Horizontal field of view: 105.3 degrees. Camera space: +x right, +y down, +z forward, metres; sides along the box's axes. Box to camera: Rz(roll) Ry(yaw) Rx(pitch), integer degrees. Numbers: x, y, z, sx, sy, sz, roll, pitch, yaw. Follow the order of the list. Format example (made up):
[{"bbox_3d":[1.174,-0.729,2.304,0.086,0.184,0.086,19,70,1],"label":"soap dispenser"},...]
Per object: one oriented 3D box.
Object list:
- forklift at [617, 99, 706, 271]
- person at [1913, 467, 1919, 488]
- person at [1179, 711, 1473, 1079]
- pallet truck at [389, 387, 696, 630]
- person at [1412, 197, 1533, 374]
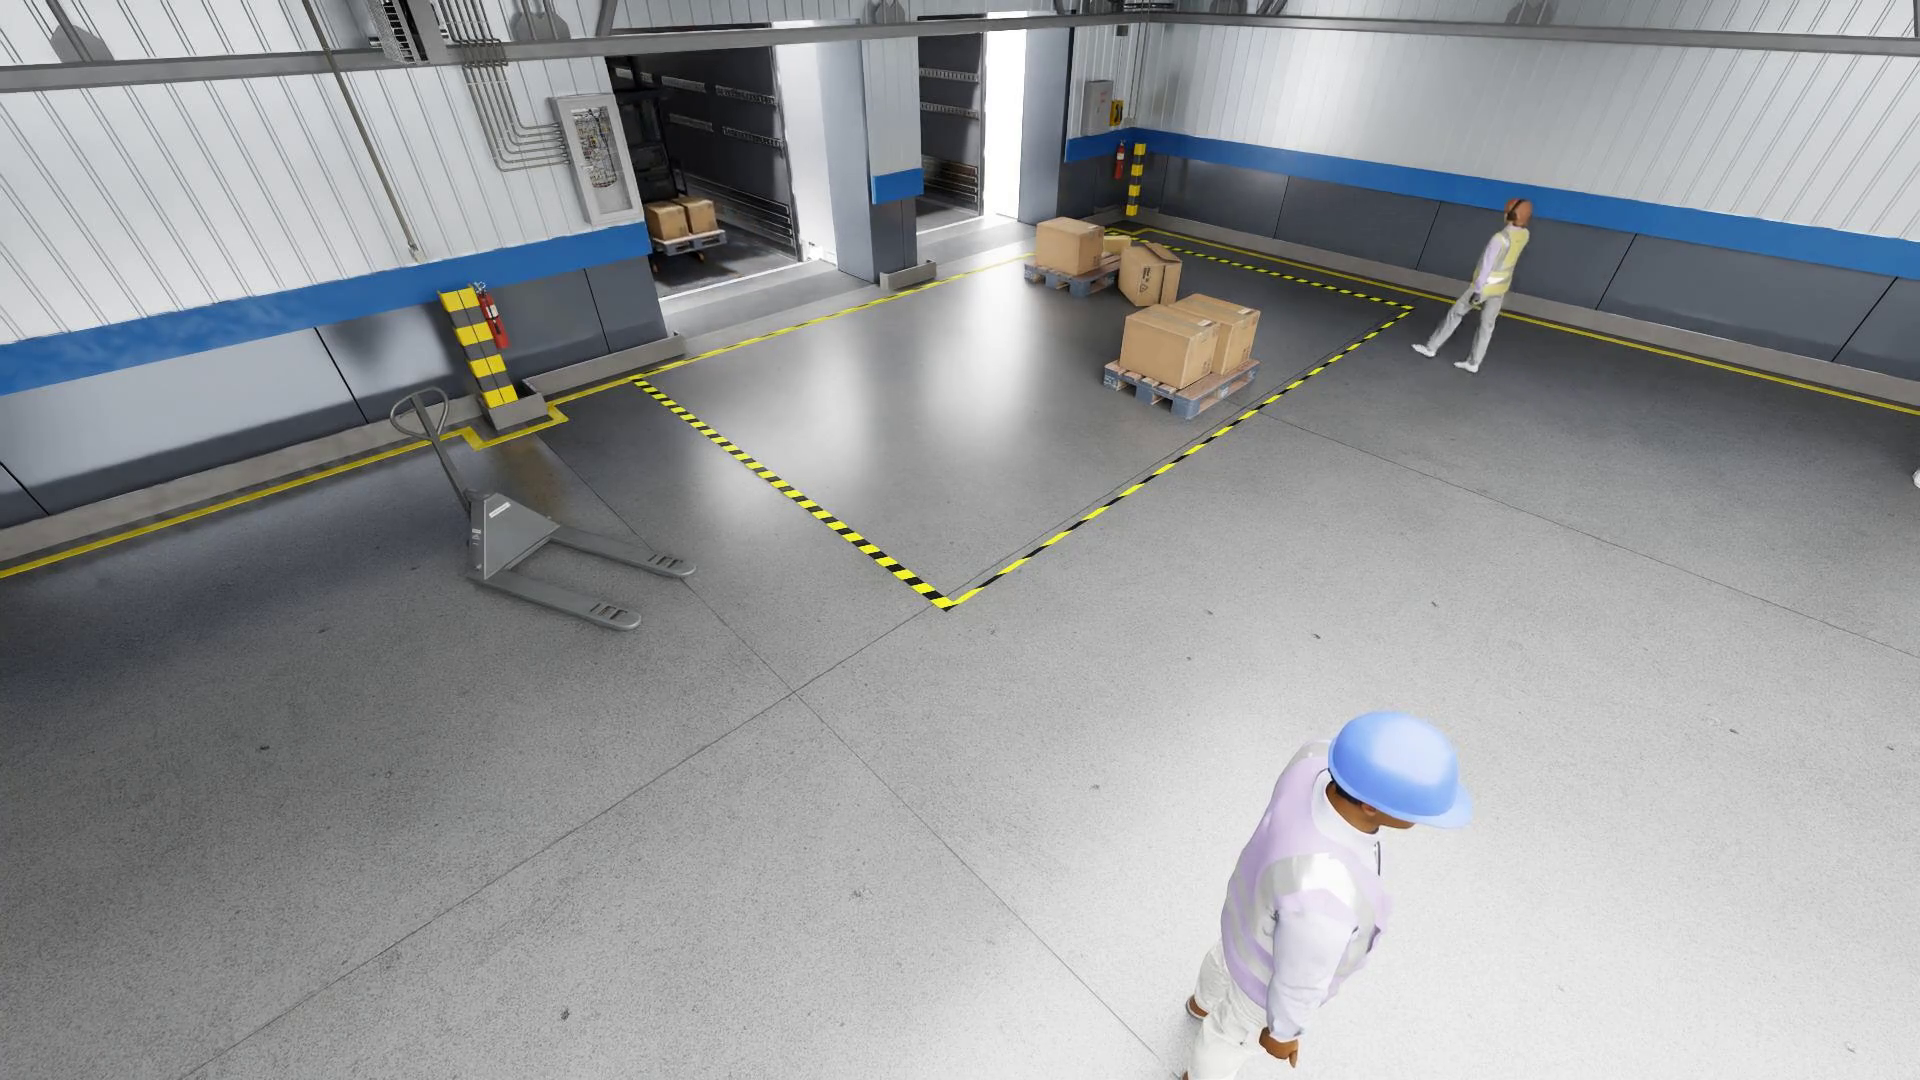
[{"bbox_3d":[-4.463,-4.942,10.013,0.716,2.013,0.776,-31,47,-33],"label":"forklift"},{"bbox_3d":[7.818,-1.101,5.285,0.483,1.744,0.299,15,40,18],"label":"person"},{"bbox_3d":[0.959,1.175,2.173,0.381,1.948,0.604,14,40,17],"label":"person"},{"bbox_3d":[-2.613,-0.247,4.593,1.601,1.201,0.680,14,40,17],"label":"pallet truck"},{"bbox_3d":[5.091,-2.504,7.197,0.533,1.608,0.693,-14,40,-18],"label":"person"}]
